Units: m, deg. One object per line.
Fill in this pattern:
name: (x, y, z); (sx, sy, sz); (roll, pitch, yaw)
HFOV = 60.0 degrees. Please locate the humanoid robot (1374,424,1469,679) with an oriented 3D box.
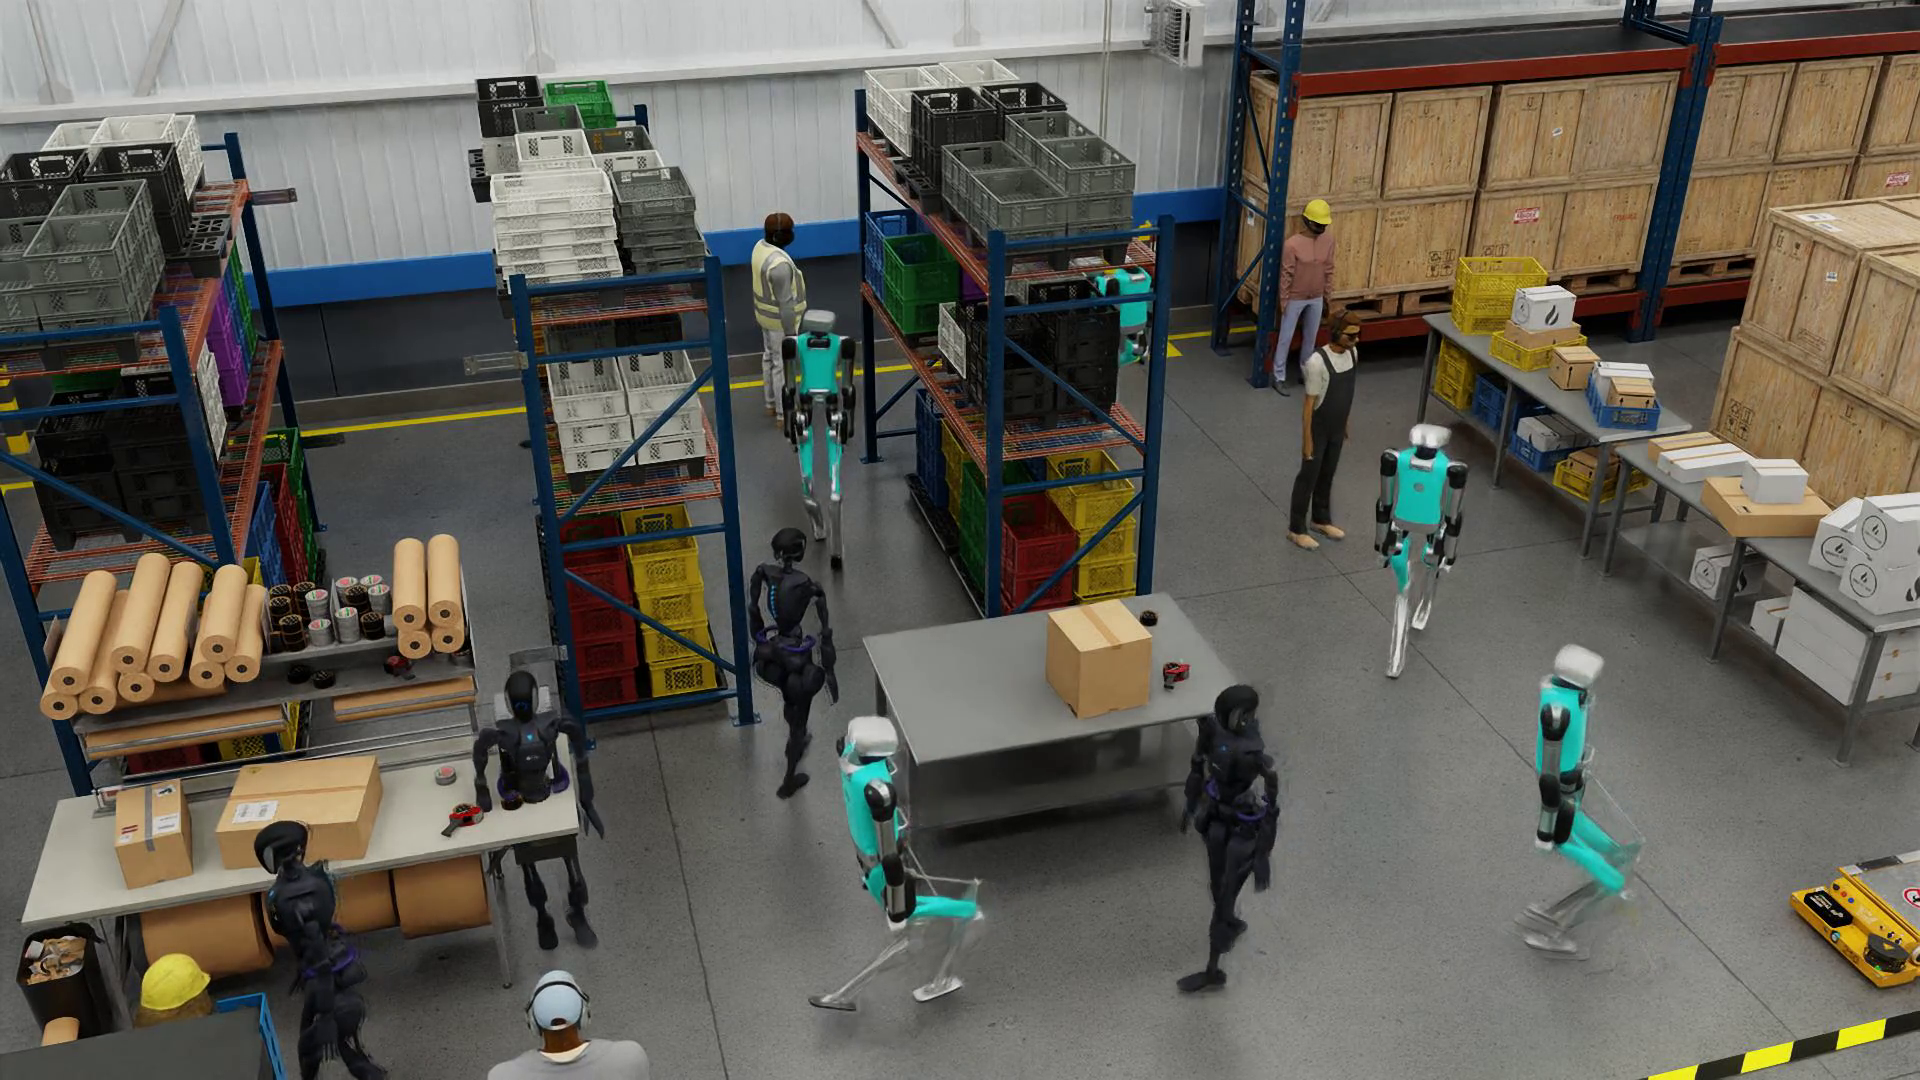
humanoid robot: (2.992, -0.042, 10.768); (0.533, 1.769, 1.029); (13, 31, 22)

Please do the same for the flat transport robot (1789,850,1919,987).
flat transport robot: (5.163, 1.916, 8.676); (1.431, 0.231, 0.659); (-8, 30, -14)

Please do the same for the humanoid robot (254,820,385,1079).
humanoid robot: (-2.786, 1.936, 7.208); (0.604, 1.638, 0.615); (-18, 33, -29)

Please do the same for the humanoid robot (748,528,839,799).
humanoid robot: (-0.939, 0.658, 9.509); (0.615, 1.639, 0.567); (16, 33, 27)

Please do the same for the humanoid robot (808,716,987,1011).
humanoid robot: (-0.247, 1.554, 7.795); (0.985, 1.740, 0.545); (-11, 31, -19)

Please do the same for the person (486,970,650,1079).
person: (-1.420, 2.342, 6.257); (0.598, 1.850, 0.393); (-8, 30, -15)

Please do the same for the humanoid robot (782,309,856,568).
humanoid robot: (-0.989, -0.651, 11.883); (0.552, 1.825, 0.903); (-3, 29, -5)

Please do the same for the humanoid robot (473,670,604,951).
humanoid robot: (-2.089, 1.352, 8.240); (0.606, 1.644, 0.368); (-11, 31, -18)

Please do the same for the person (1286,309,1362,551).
person: (2.627, -0.796, 11.980); (0.533, 1.839, 0.333); (-22, 35, -34)

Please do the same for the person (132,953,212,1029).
person: (-2.890, 2.311, 6.433); (0.488, 1.734, 0.328); (-1, 29, -2)

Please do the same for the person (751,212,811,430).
person: (-1.487, -1.831, 13.862); (0.429, 1.839, 0.633); (-12, 31, -20)

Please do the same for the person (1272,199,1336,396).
person: (3.009, -2.105, 14.448); (0.524, 1.761, 0.335); (-10, 30, -18)

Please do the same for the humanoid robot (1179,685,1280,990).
humanoid robot: (1.298, 1.420, 8.126); (0.589, 1.638, 0.612); (-20, 34, -31)

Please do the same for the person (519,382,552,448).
person: (-3.191, -1.588, 13.374); (0.884, 1.919, 0.552); (-3, 29, -5)

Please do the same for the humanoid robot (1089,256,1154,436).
humanoid robot: (1.257, -1.574, 13.584); (0.540, 1.839, 0.782); (-11, 31, -20)

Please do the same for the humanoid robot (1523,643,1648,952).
humanoid robot: (3.101, 1.311, 8.112); (0.735, 1.677, 0.533); (15, 32, 25)

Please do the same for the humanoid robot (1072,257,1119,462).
humanoid robot: (1.029, -1.261, 12.973); (0.530, 1.833, 0.655); (-7, 30, -13)
